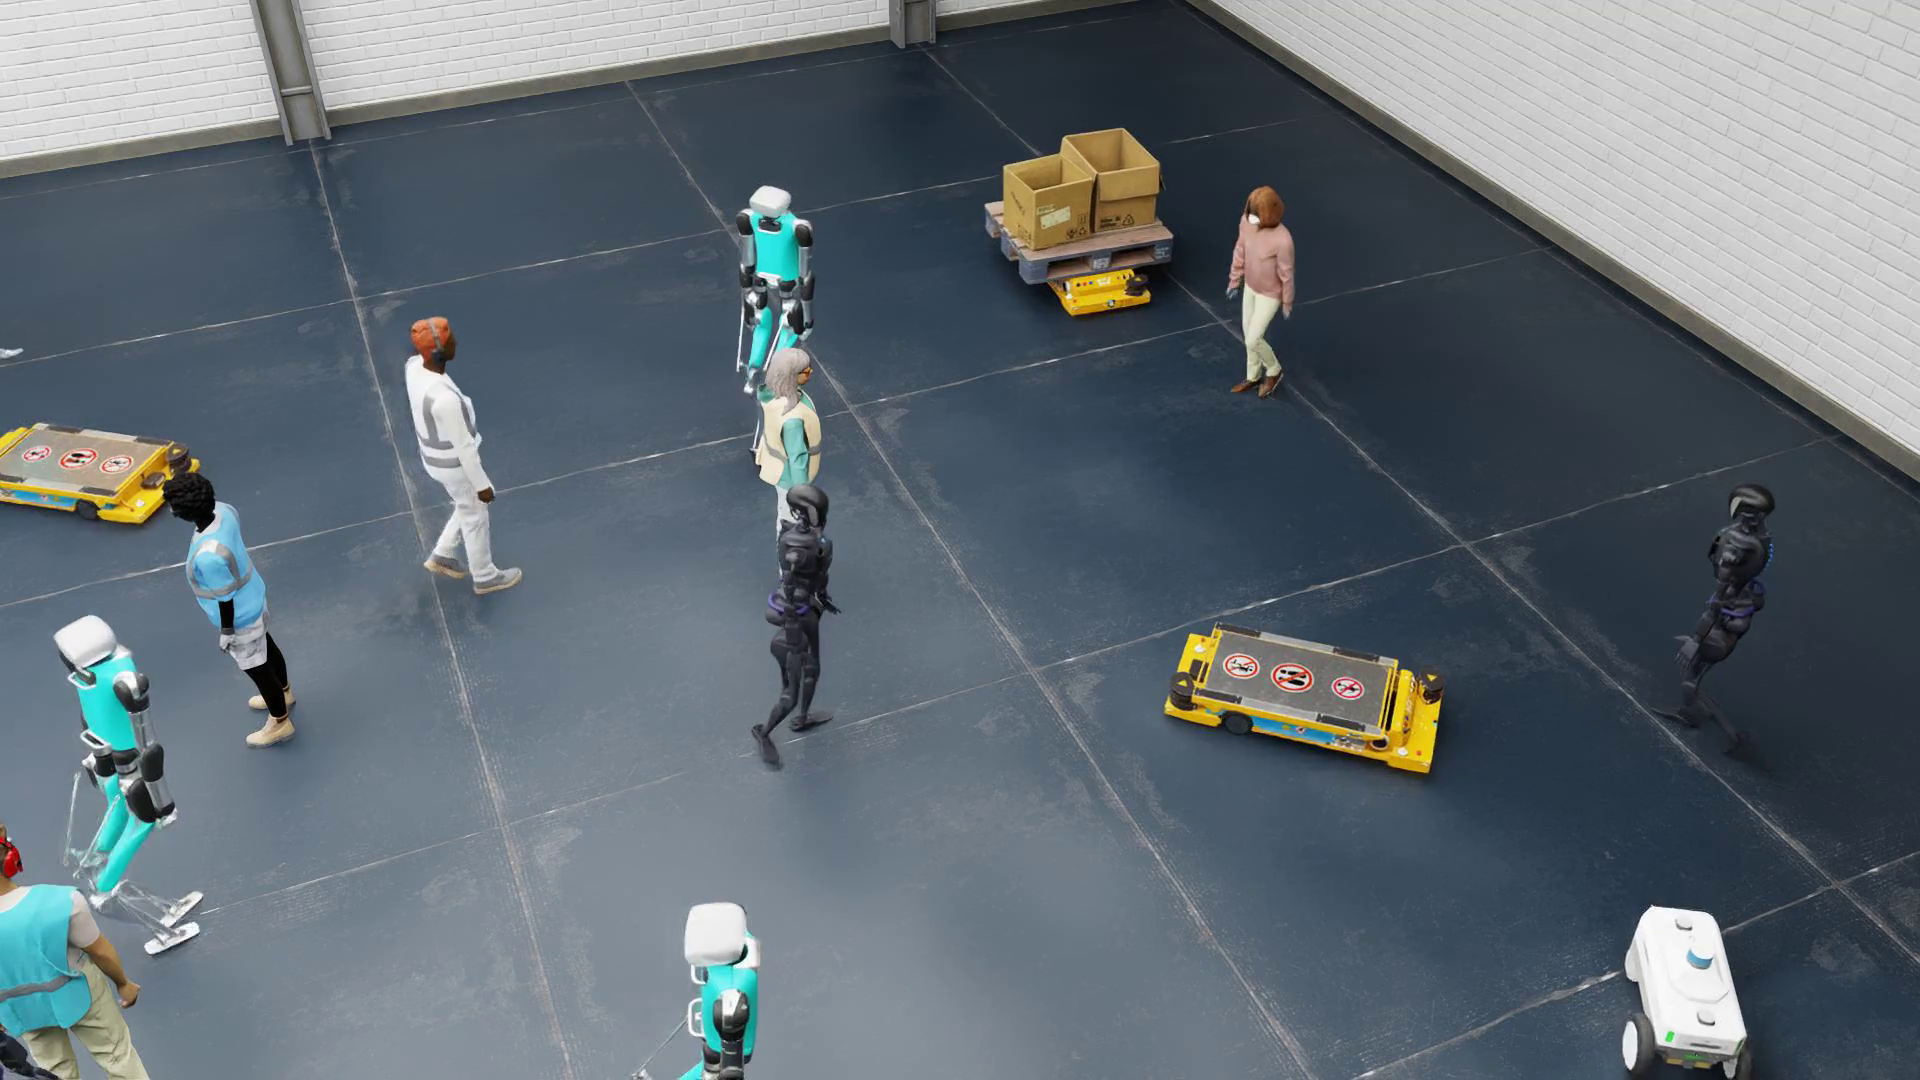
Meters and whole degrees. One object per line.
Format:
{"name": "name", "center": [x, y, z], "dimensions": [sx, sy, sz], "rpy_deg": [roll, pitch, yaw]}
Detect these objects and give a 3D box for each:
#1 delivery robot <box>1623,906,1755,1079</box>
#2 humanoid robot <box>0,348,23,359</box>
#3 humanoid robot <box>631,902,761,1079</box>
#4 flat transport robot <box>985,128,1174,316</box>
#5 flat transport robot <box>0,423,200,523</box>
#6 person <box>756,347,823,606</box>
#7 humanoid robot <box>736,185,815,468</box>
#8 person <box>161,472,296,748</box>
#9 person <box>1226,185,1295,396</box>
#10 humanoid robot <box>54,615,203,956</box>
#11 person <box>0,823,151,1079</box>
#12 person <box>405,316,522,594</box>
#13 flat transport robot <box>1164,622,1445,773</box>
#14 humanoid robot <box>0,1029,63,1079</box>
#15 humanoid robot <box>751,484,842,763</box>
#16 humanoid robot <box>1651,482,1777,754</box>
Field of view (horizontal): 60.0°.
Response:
{"name": "delivery robot", "center": [3.227, 2.042, 7.395], "dimensions": [0.499, 0.613, 0.797], "rpy_deg": [5, 38, 7]}
{"name": "humanoid robot", "center": [-7.228, -1.912, 11.567], "dimensions": [0.744, 1.790, 0.532], "rpy_deg": [-19, 41, -23]}
{"name": "humanoid robot", "center": [-1.137, 2.095, 6.409], "dimensions": [0.837, 1.859, 0.547], "rpy_deg": [-5, 38, -6]}
{"name": "flat transport robot", "center": [0.934, -2.233, 13.180], "dimensions": [0.659, 0.231, 1.431], "rpy_deg": [-12, 39, -15]}
{"name": "flat transport robot", "center": [-5.800, -0.447, 10.855], "dimensions": [1.431, 0.231, 0.659], "rpy_deg": [8, 38, 10]}
{"name": "person", "center": [-0.972, -0.359, 9.564], "dimensions": [0.371, 1.700, 0.457], "rpy_deg": [-9, 38, -12]}
{"name": "humanoid robot", "center": [-1.309, -1.320, 10.804], "dimensions": [0.541, 1.788, 0.912], "rpy_deg": [13, 39, 16]}
{"name": "person", "center": [-3.772, 0.351, 8.647], "dimensions": [0.320, 1.692, 0.531], "rpy_deg": [-8, 38, -11]}
{"name": "person", "center": [2.047, -1.682, 11.358], "dimensions": [0.348, 1.617, 0.498], "rpy_deg": [-18, 41, -22]}
{"name": "humanoid robot", "center": [-3.873, 1.208, 7.497], "dimensions": [0.547, 1.781, 0.744], "rpy_deg": [23, 43, 27]}
{"name": "person", "center": [-3.594, 1.828, 6.604], "dimensions": [0.562, 1.840, 0.390], "rpy_deg": [-9, 39, -12]}
{"name": "person", "center": [-2.879, -0.446, 9.538], "dimensions": [0.450, 1.868, 0.584], "rpy_deg": [-20, 42, -24]}
{"name": "flat transport robot", "center": [1.903, 0.850, 9.167], "dimensions": [1.431, 0.231, 0.659], "rpy_deg": [11, 39, 15]}
{"name": "humanoid robot", "center": [-3.645, 2.188, 6.265], "dimensions": [0.326, 1.650, 0.601], "rpy_deg": [-2, 38, -2]}
{"name": "humanoid robot", "center": [-0.877, 0.390, 8.614], "dimensions": [0.461, 1.647, 0.616], "rpy_deg": [9, 38, 11]}
{"name": "humanoid robot", "center": [4.023, 0.419, 8.576], "dimensions": [0.557, 1.631, 0.601], "rpy_deg": [26, 44, 30]}
